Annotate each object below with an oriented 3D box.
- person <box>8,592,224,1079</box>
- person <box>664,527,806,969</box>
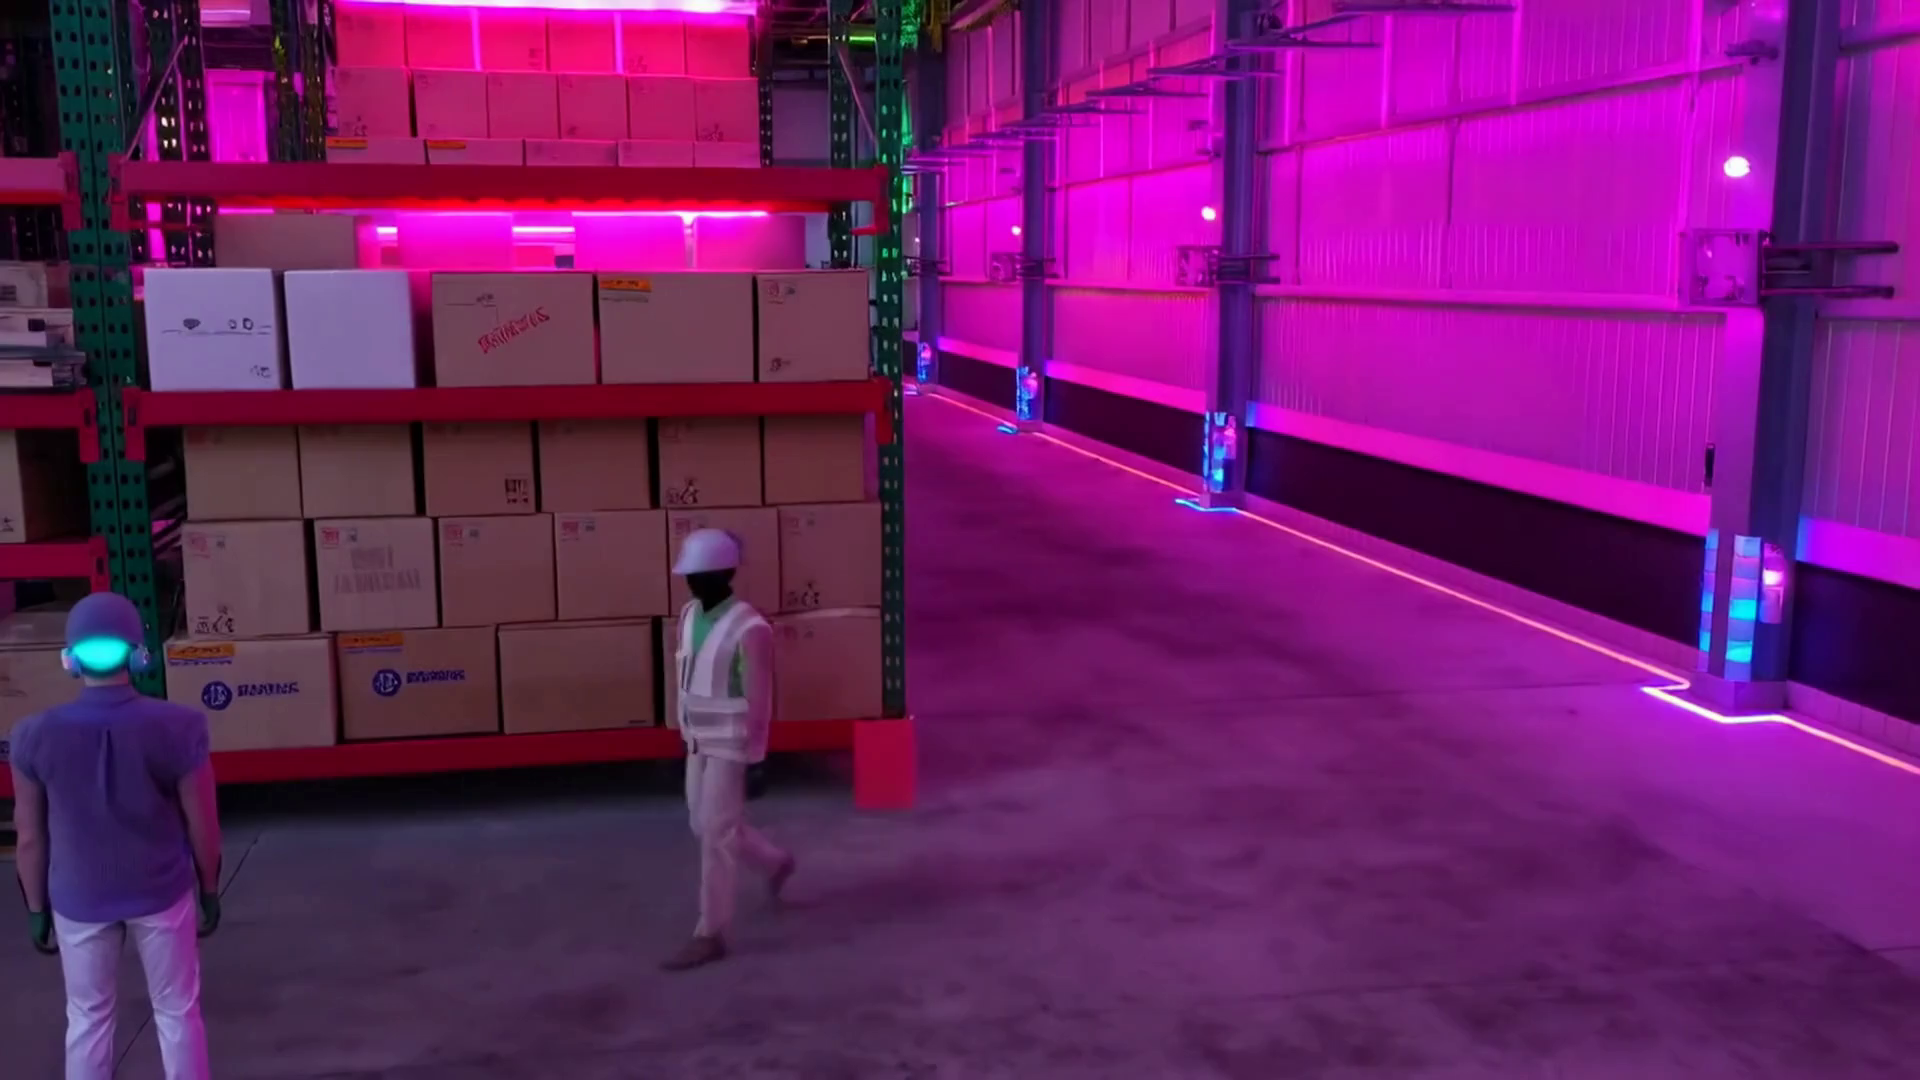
[{"bbox_3d":[-2.759,1.155,5.499,0.611,1.985,0.414,-3,10,-19],"label":"person"},{"bbox_3d":[-1.000,0.877,7.364,0.751,1.925,0.620,-8,12,-40],"label":"person"}]
